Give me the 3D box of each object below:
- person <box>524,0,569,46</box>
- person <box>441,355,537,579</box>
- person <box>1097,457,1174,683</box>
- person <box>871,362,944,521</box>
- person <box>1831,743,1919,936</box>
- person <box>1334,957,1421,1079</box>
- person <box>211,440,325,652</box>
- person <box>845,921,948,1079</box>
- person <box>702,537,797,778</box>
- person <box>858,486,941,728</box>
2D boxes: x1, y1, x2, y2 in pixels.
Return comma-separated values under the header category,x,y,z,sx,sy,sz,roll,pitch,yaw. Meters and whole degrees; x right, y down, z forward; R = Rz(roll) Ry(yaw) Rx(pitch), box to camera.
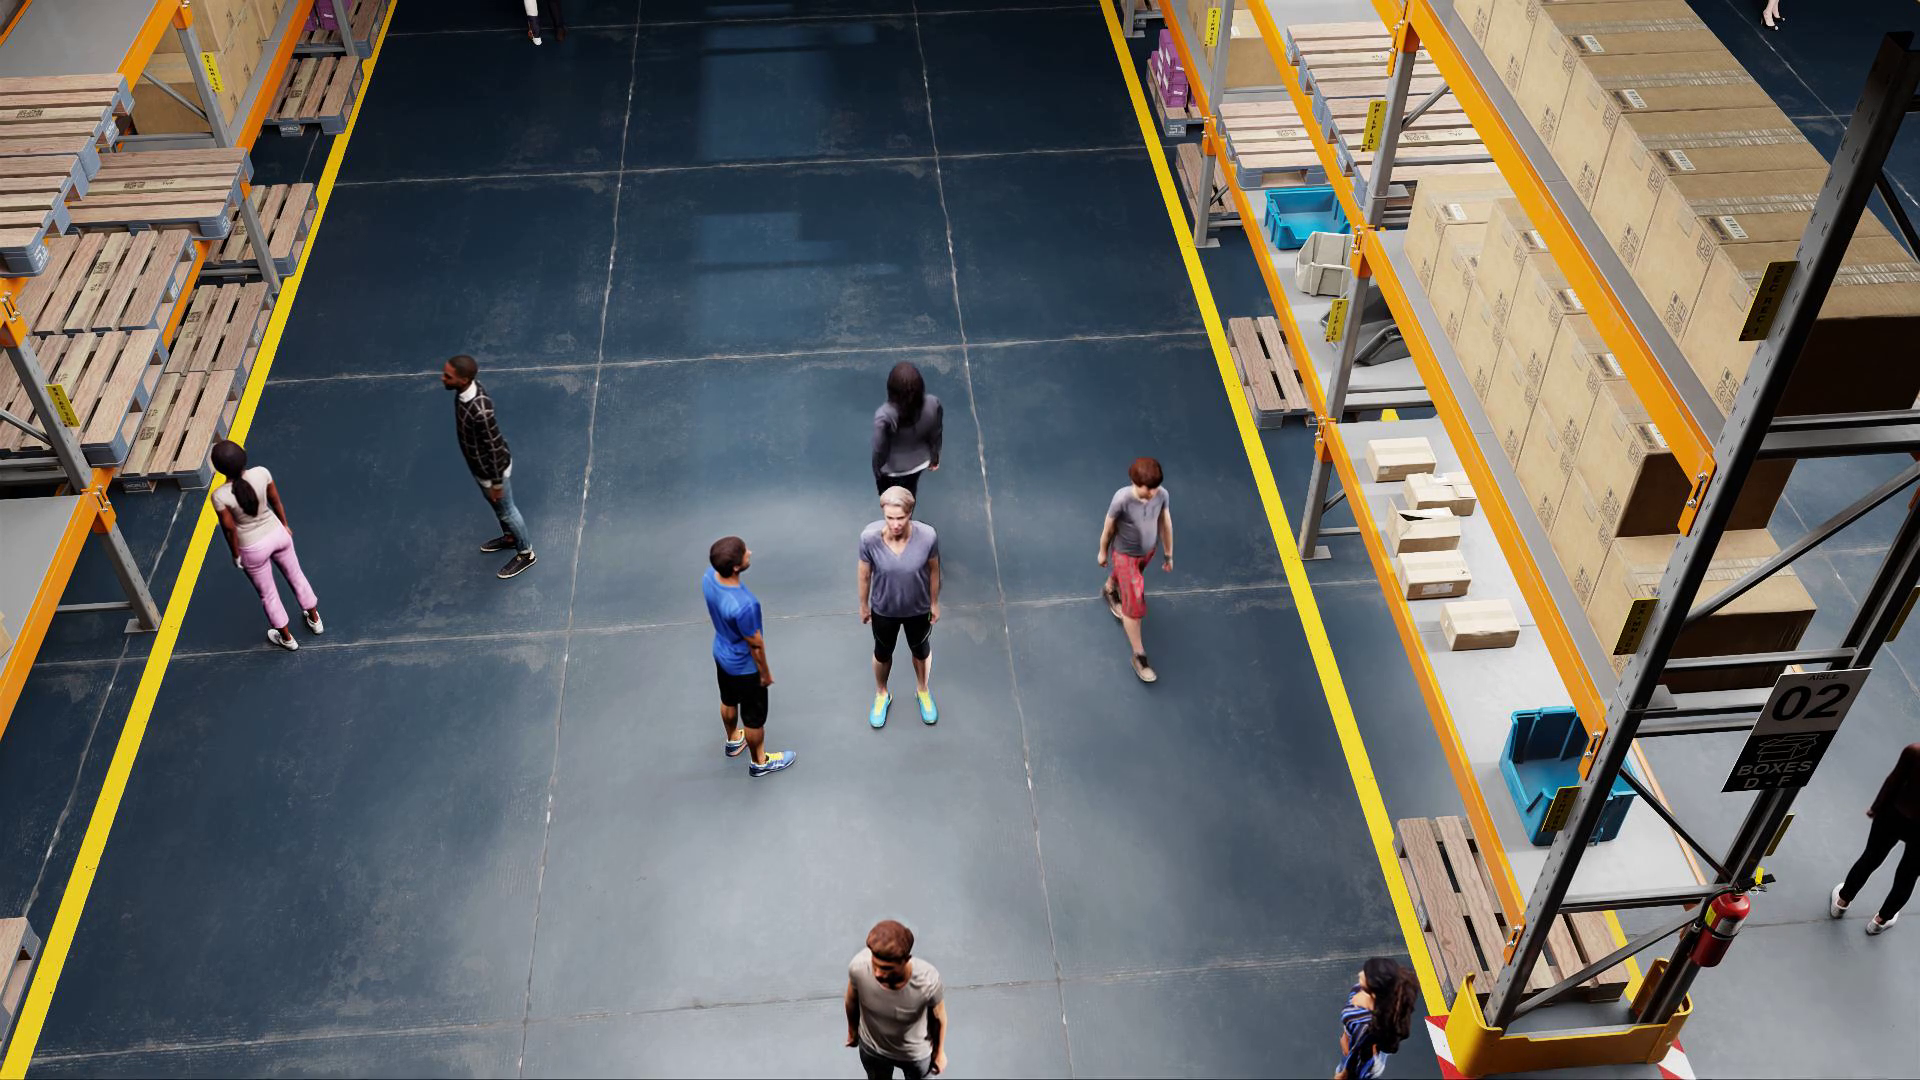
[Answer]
category,x,y,z,sx,sy,sz,roll,pitch,yaw
person,-4.388,-6.022,17.043,0.719,1.893,0.648,-11,45,-11
person,-3.199,-0.528,11.329,0.797,1.820,0.653,-21,48,-21
person,1.105,0.035,10.897,0.823,1.601,1.211,-15,46,-15
person,-0.358,-0.516,11.493,0.914,1.576,1.044,-24,49,-23
person,5.264,1.583,9.198,0.659,1.703,0.724,31,52,28
person,1.991,2.551,8.244,0.757,1.617,0.660,20,47,20
person,-4.531,0.023,10.808,0.704,1.741,0.645,30,51,28
person,-0.304,2.438,8.161,0.733,1.895,0.679,12,45,12
person,-1.332,0.700,10.004,0.765,1.869,0.677,-30,51,-28
person,-0.368,0.404,10.301,0.642,1.889,0.556,-3,44,-3
